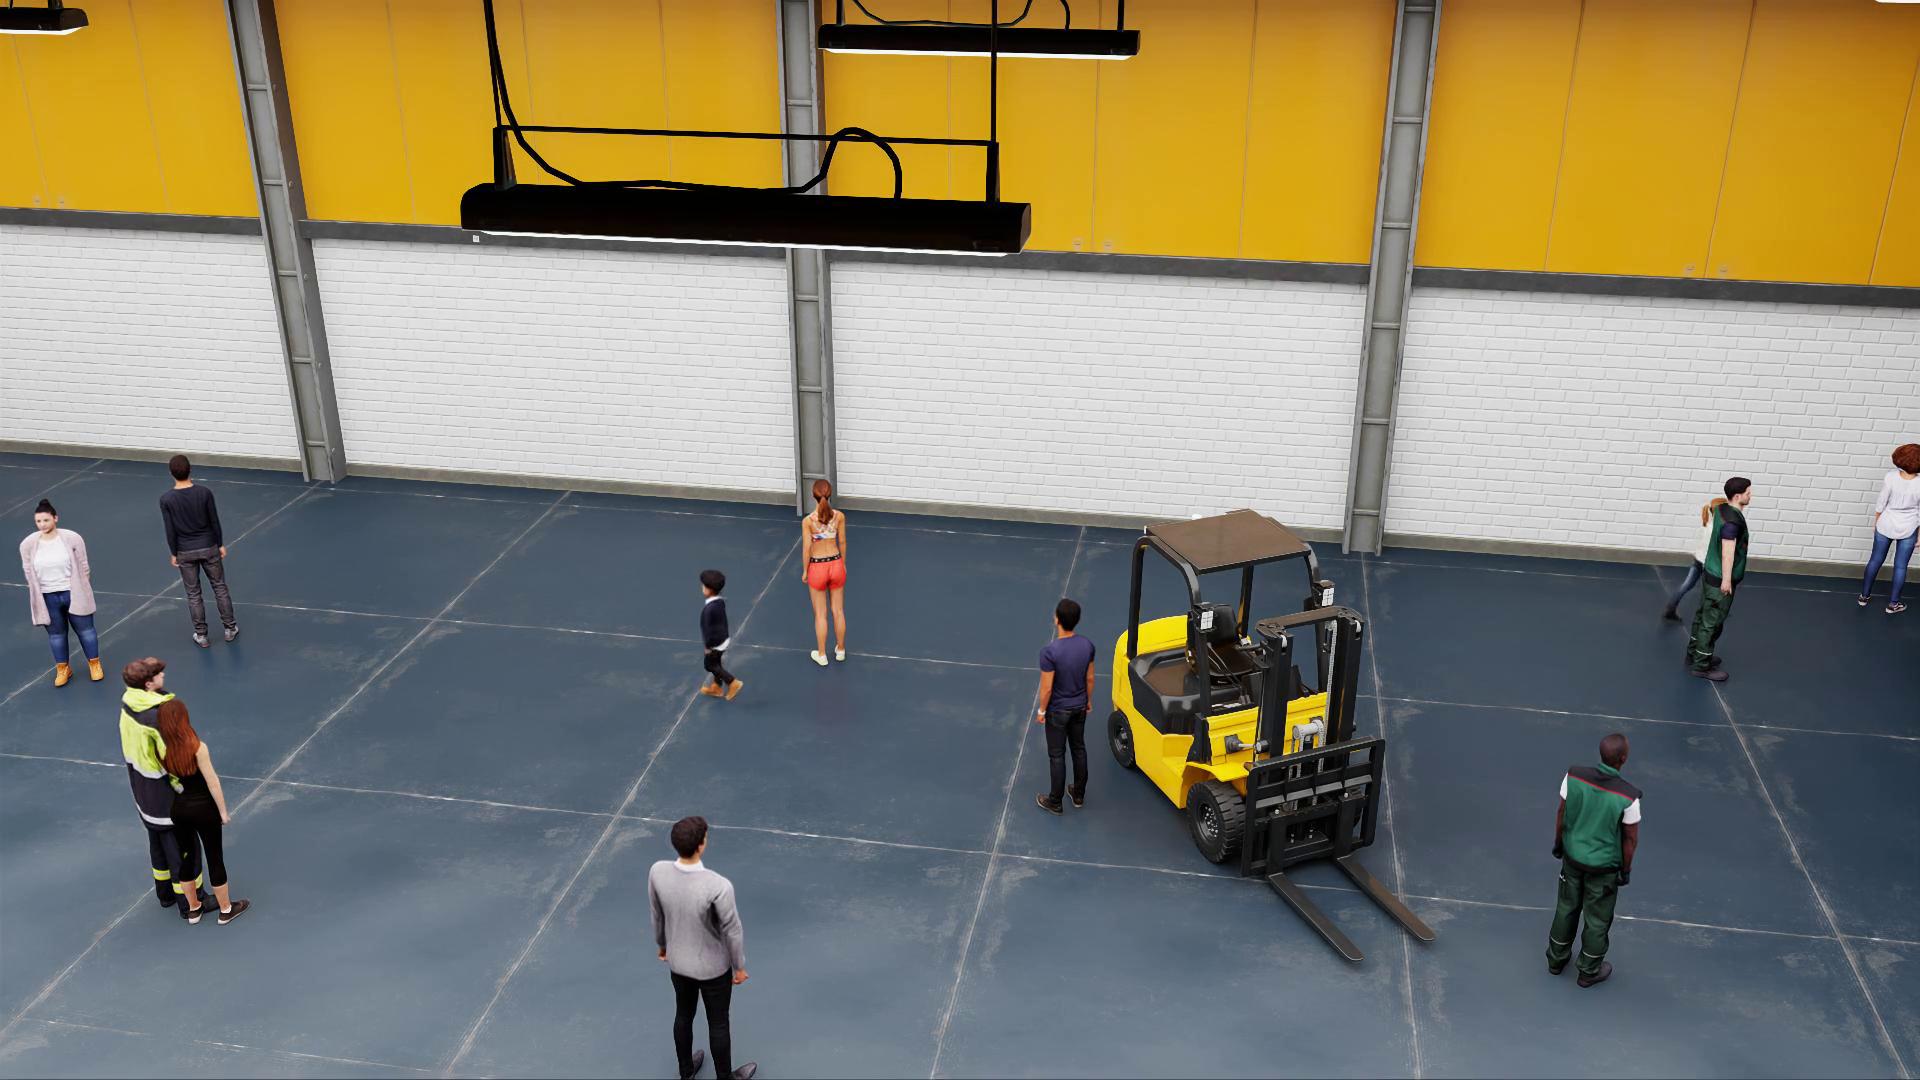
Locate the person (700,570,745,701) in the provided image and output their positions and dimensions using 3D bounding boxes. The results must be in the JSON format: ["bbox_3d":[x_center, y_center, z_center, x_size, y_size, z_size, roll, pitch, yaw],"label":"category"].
[{"bbox_3d":[-2.093,0.850,14.567,0.669,1.216,0.540,6,24,13],"label":"person"}]

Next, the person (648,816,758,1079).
[{"bbox_3d":[-1.570,2.488,9.939,0.628,1.922,0.851,9,25,20],"label":"person"}]

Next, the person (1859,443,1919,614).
[{"bbox_3d":[9.135,-0.134,16.200,0.816,1.712,0.735,-21,31,-39],"label":"person"}]

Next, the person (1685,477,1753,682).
[{"bbox_3d":[6.831,0.315,14.935,0.572,1.901,0.681,5,24,12],"label":"person"}]

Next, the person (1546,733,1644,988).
[{"bbox_3d":[4.165,2.090,10.955,0.737,1.838,0.838,22,32,40],"label":"person"}]

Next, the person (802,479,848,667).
[{"bbox_3d":[-1.219,0.289,15.132,0.653,1.792,0.741,-9,25,-20],"label":"person"}]

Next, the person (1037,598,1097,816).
[{"bbox_3d":[0.825,1.287,12.851,0.684,1.791,0.769,-13,27,-27],"label":"person"}]

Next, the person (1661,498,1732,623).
[{"bbox_3d":[7.063,0.227,15.908,0.983,1.282,0.686,-4,24,-9],"label":"person"}]

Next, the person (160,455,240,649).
[{"bbox_3d":[-7.091,0.098,15.471,0.696,1.871,0.770,-14,27,-28],"label":"person"}]

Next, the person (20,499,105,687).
[{"bbox_3d":[-7.999,0.454,14.816,0.746,1.742,0.856,-8,25,-19],"label":"person"}]

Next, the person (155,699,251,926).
[{"bbox_3d":[-5.344,1.885,11.565,0.460,1.725,0.645,3,24,6],"label":"person"}]

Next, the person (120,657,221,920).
[{"bbox_3d":[-5.571,1.711,11.643,0.784,1.981,0.931,17,29,34],"label":"person"}]
